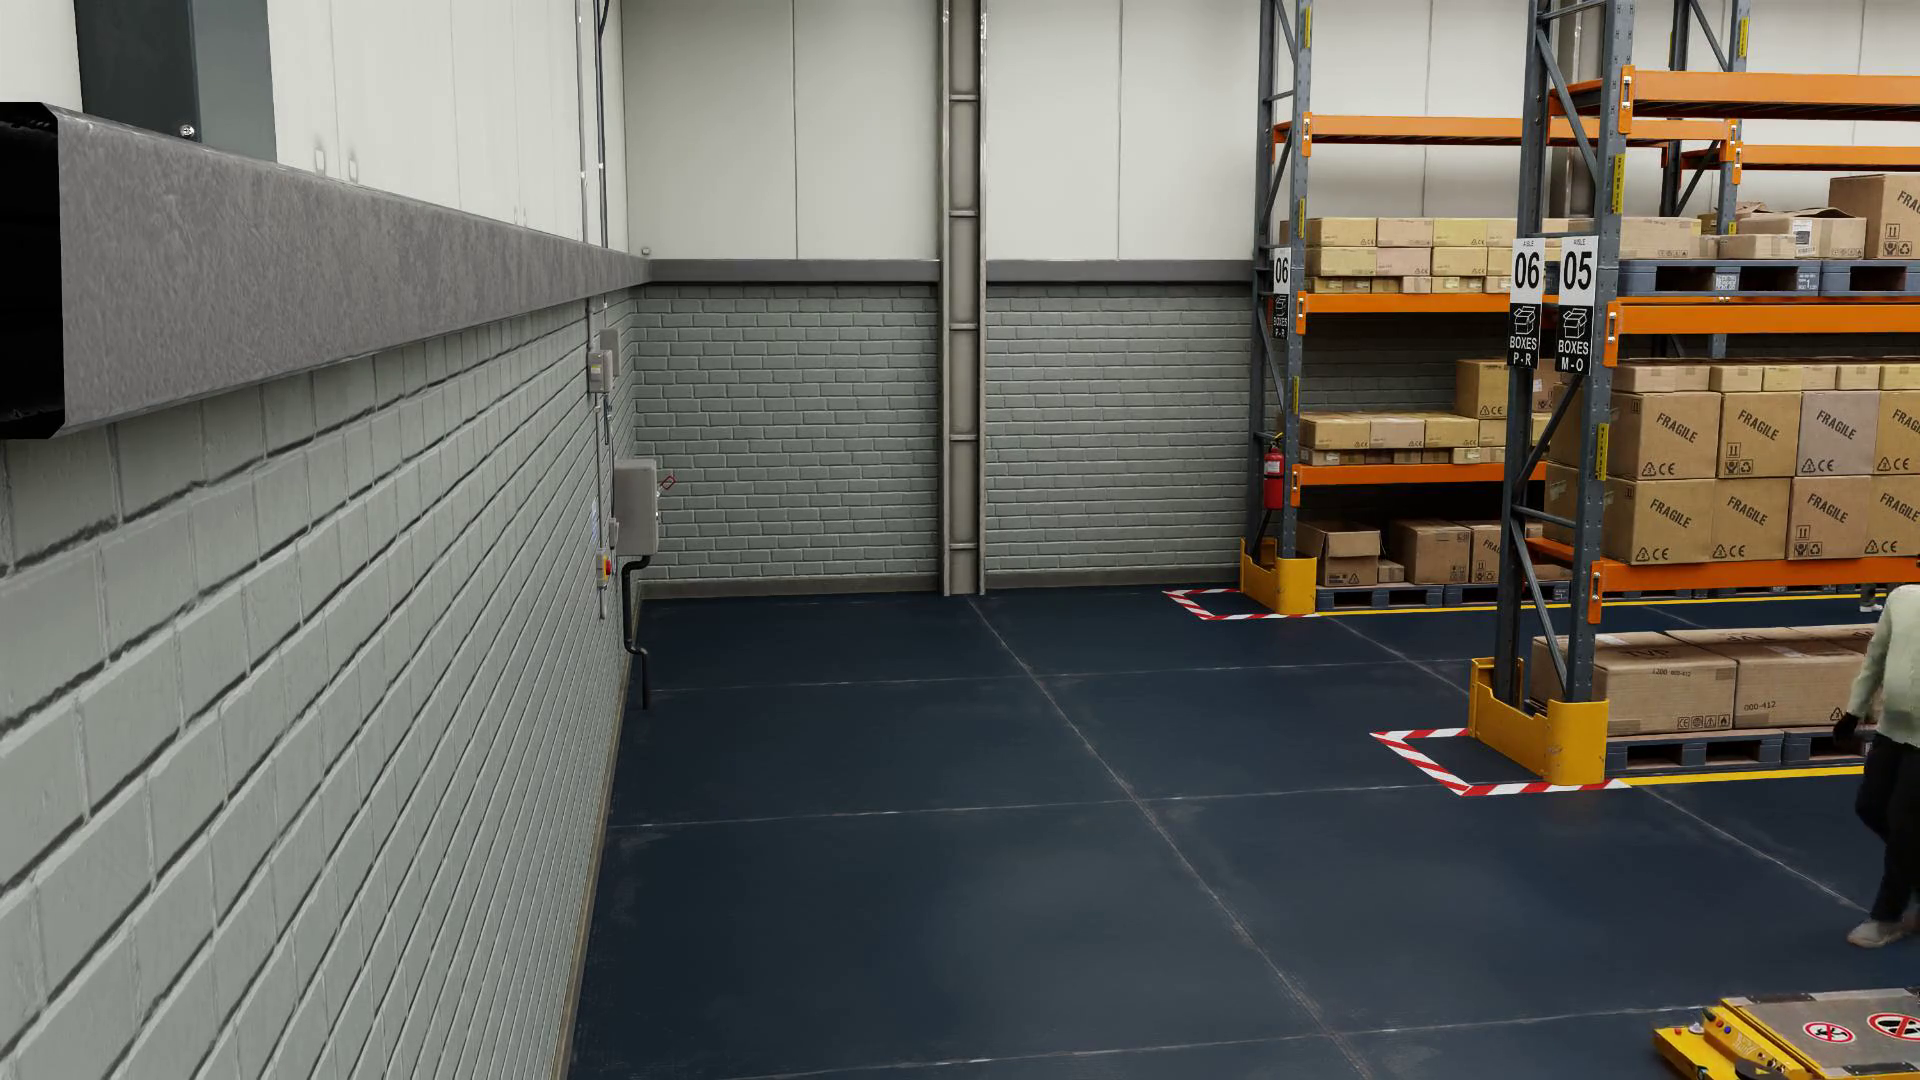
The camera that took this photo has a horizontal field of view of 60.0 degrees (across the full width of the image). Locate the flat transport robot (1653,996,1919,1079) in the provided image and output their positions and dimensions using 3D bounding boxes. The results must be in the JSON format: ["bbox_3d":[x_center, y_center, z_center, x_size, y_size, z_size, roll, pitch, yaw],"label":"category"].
[{"bbox_3d":[3.423,1.907,6.180,1.431,0.197,0.652,-1,9,-7],"label":"flat transport robot"}]

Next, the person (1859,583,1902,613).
[{"bbox_3d":[8.164,-0.276,14.591,0.388,1.922,0.590,-5,10,-28],"label":"person"}]

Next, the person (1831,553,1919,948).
[{"bbox_3d":[4.298,0.868,7.421,0.586,1.951,0.664,-2,9,-10],"label":"person"}]
